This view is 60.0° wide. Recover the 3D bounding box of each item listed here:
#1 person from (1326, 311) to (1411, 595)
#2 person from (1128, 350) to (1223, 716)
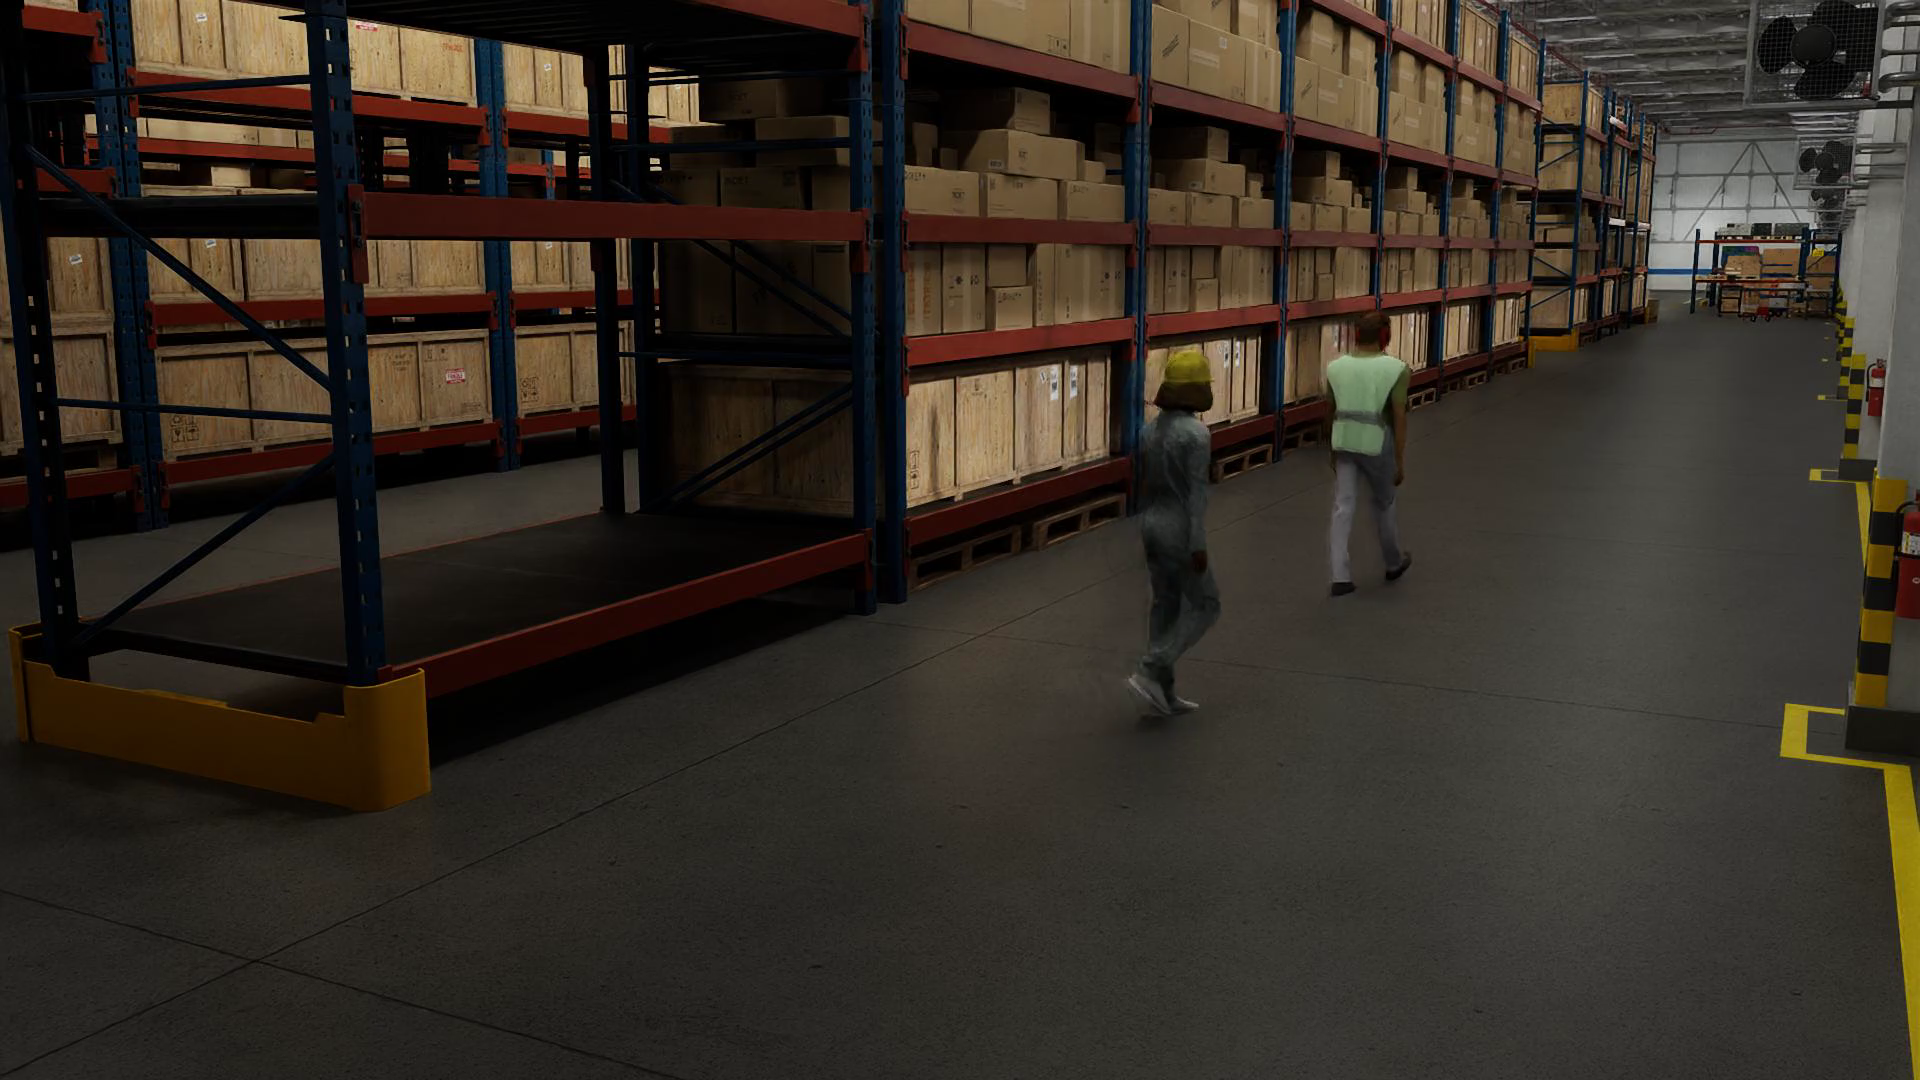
[{"bbox_3d":[2.655,-0.571,10.771,0.594,1.792,0.950,7,12,36],"label":"person"},{"bbox_3d":[1.006,-0.011,7.716,0.412,1.728,0.518,-4,11,-24],"label":"person"}]
